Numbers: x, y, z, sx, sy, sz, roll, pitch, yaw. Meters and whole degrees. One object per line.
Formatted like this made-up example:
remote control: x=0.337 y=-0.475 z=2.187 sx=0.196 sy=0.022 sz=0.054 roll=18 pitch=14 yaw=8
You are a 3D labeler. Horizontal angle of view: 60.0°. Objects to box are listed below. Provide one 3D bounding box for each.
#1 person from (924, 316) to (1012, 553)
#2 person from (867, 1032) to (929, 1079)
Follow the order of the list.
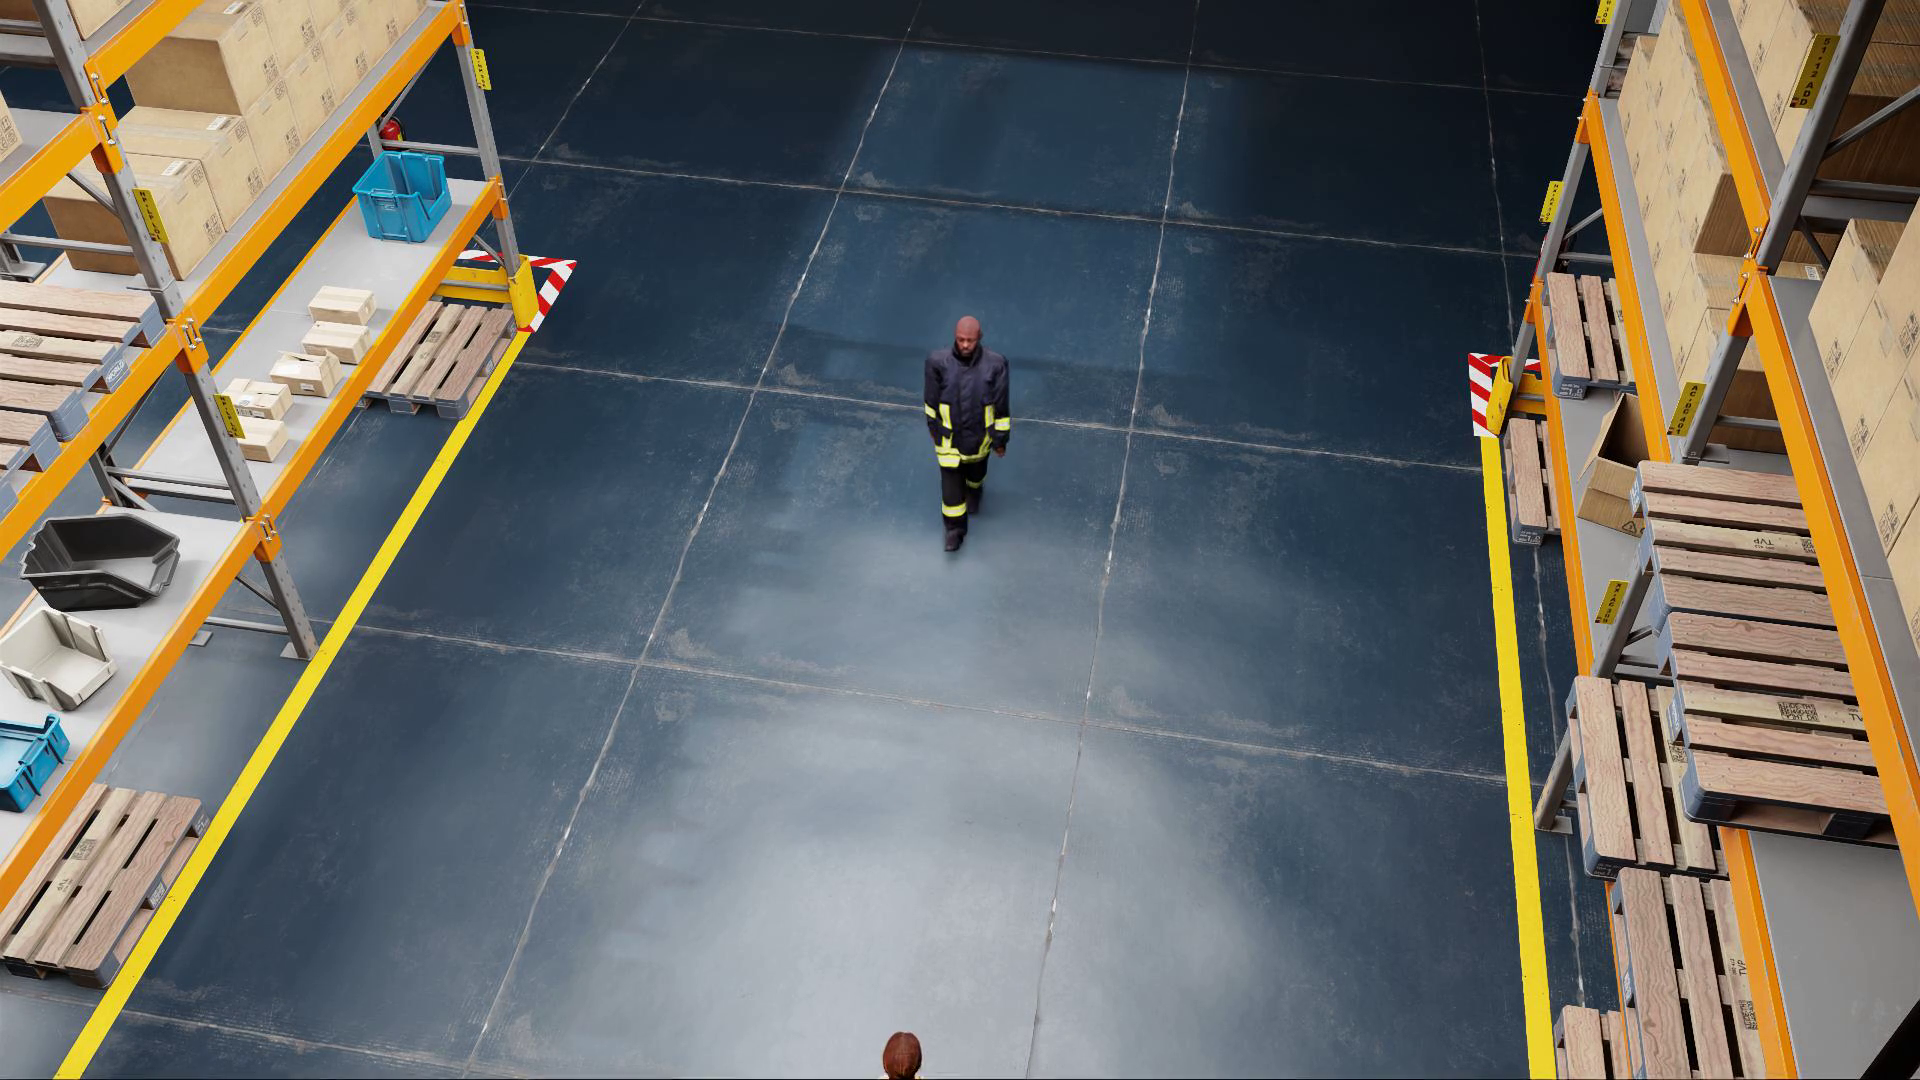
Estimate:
person: x=0.055 y=-0.877 z=11.651 sx=0.862 sy=1.789 sz=1.158 roll=2 pitch=44 yaw=2
person: x=-0.257 y=2.920 z=7.692 sx=0.621 sy=1.753 sz=1.100 roll=10 pitch=45 yaw=10
